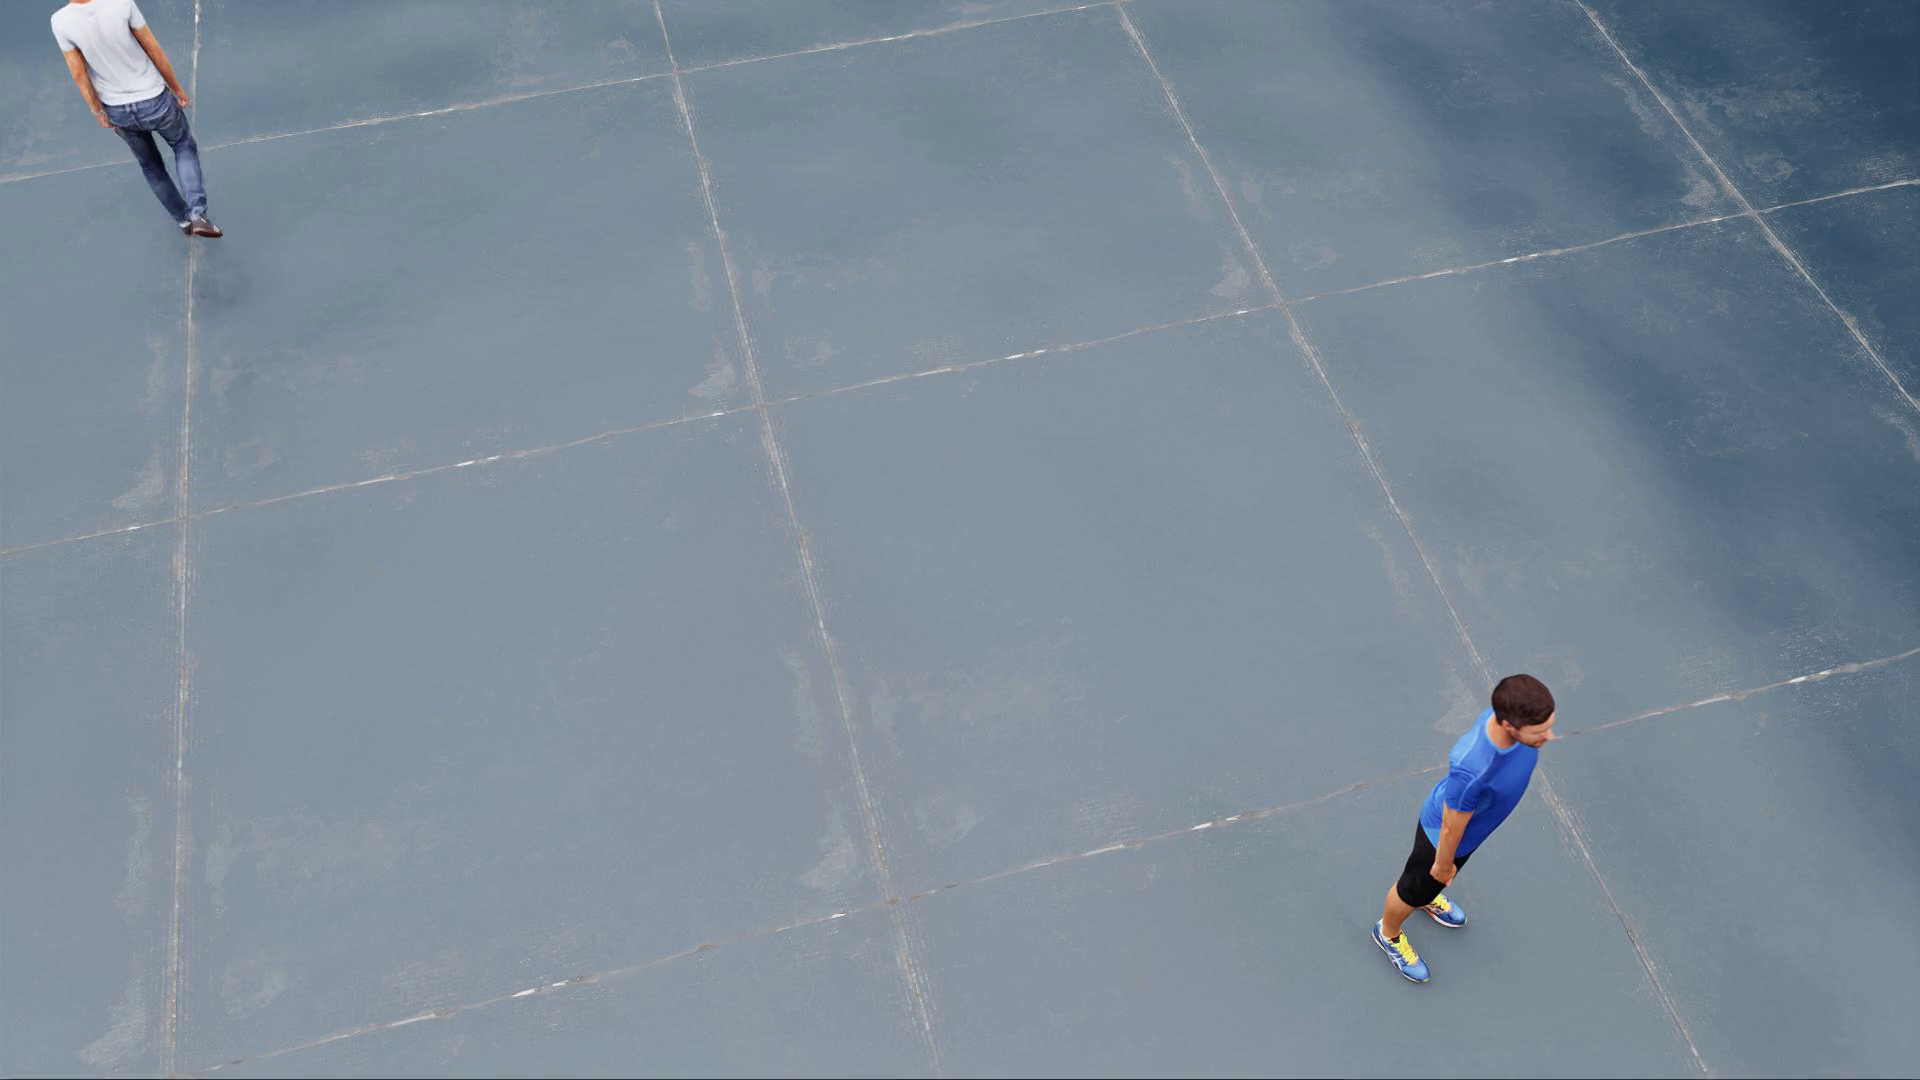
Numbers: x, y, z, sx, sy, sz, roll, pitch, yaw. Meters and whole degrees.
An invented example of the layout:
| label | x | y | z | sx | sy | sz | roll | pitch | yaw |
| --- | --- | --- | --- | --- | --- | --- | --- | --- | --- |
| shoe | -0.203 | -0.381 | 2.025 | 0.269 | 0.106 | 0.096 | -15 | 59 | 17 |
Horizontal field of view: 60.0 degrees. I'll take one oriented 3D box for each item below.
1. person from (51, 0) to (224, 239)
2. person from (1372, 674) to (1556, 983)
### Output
| label | x | y | z | sx | sy | sz | roll | pitch | yaw |
| --- | --- | --- | --- | --- | --- | --- | --- | --- | --- |
| person | -4.453 | -2.340 | 9.036 | 0.740 | 1.856 | 0.903 | -21 | 55 | -15 |
| person | 1.921 | 1.067 | 6.390 | 0.735 | 1.869 | 0.706 | 34 | 60 | 24 |
